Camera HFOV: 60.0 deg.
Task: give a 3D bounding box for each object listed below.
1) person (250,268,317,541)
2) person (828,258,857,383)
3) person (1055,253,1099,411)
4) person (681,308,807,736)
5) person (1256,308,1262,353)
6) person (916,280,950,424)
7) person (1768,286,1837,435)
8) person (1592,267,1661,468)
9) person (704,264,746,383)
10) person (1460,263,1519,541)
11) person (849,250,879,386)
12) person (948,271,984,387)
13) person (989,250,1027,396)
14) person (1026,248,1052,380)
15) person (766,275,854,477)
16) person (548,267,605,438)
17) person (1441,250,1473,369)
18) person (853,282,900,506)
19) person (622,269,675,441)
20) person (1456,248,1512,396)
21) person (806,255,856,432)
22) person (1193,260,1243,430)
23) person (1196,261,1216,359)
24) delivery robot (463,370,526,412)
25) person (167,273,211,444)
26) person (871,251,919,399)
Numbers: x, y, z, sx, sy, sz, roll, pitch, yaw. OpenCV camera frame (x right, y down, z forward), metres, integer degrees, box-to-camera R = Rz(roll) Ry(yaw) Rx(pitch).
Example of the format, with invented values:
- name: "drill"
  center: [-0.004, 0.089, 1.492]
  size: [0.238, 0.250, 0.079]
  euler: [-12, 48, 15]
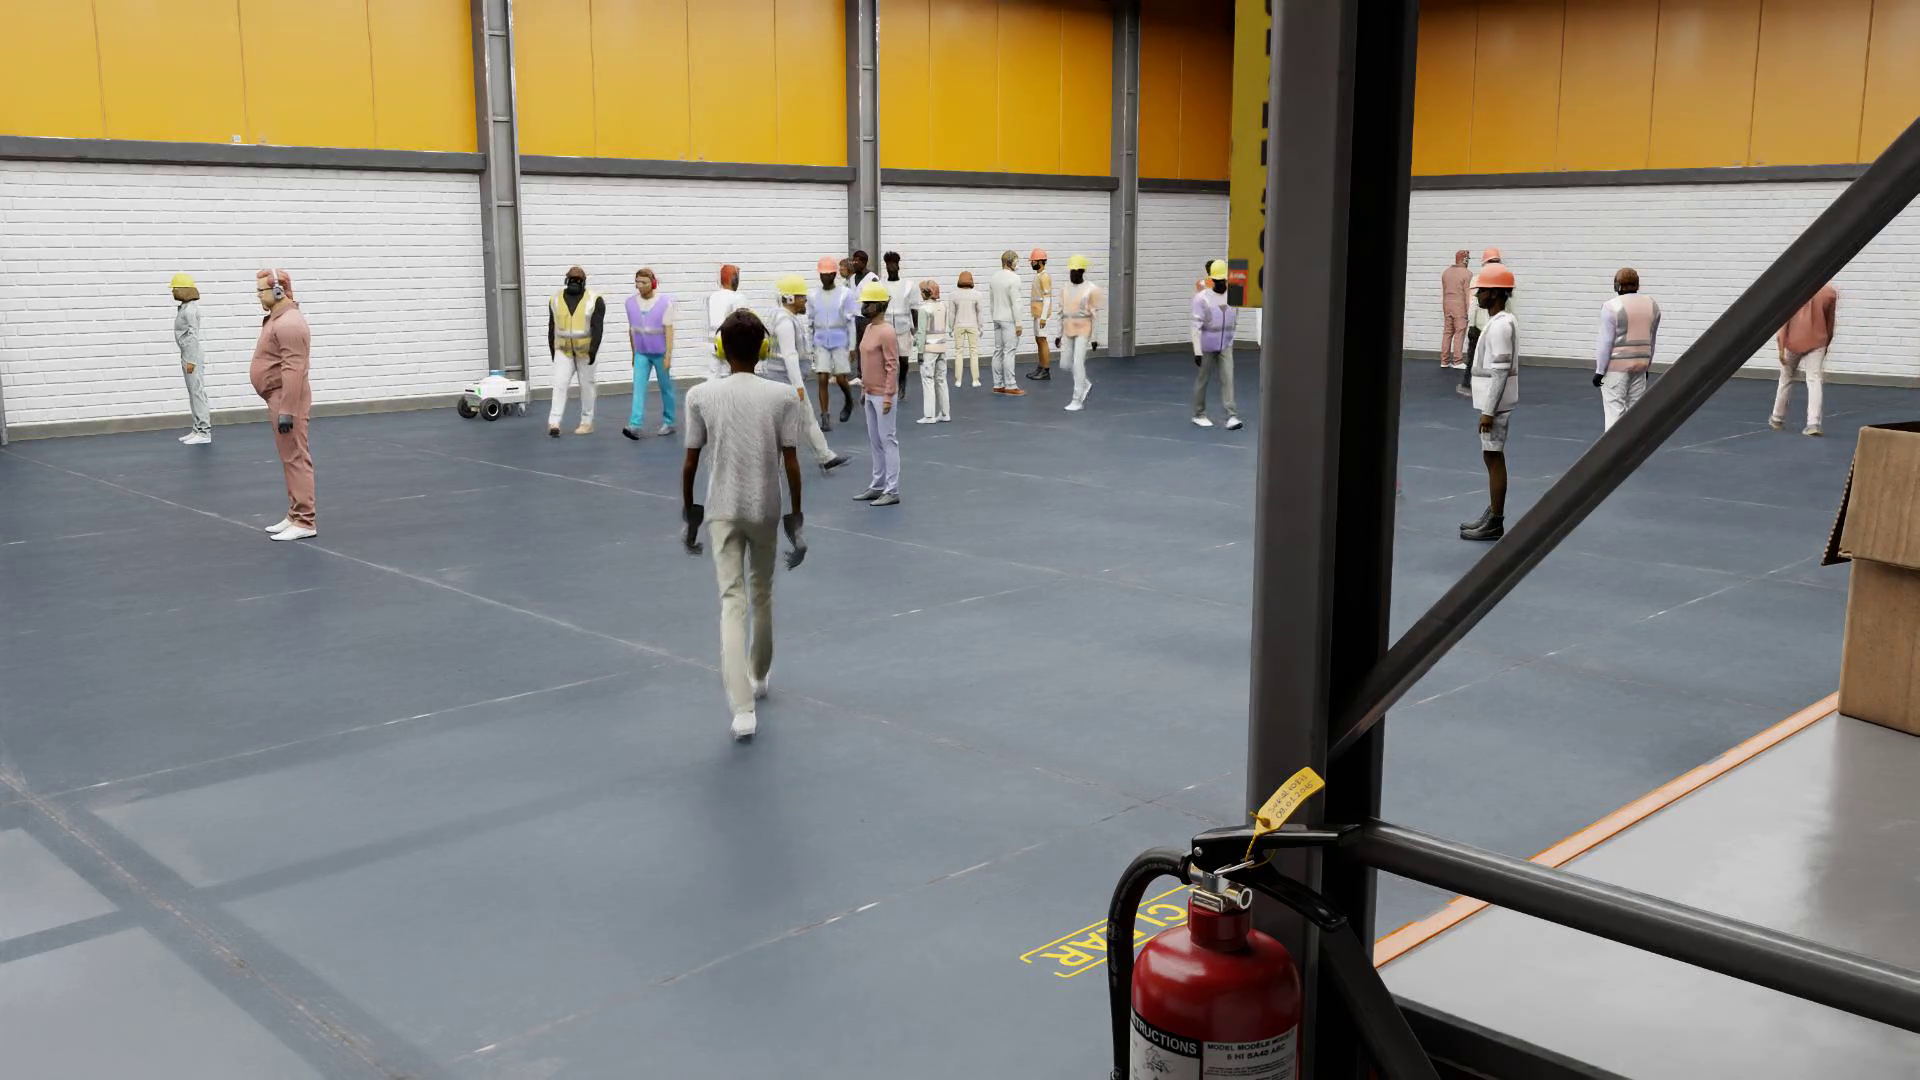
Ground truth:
- name: "person"
  center: [-4.765, -0.953, 11.716]
  size: [0.410, 1.906, 0.642]
  euler: [-5, 11, -25]
- name: "person"
  center: [-1.500, -3.153, 23.981]
  size: [0.869, 1.817, 0.506]
  euler: [-4, 11, -21]
- name: "person"
  center: [1.463, -2.539, 20.329]
  size: [0.610, 1.911, 0.540]
  euler: [10, 14, 43]
- name: "person"
  center: [-0.959, -0.103, 7.318]
  size: [0.542, 1.819, 0.973]
  euler: [-2, 11, -8]
- name: "person"
  center: [3.797, -2.389, 19.675]
  size: [0.607, 1.859, 0.756]
  euler: [1, 10, 7]
- name: "person"
  center: [-0.315, -2.125, 18.864]
  size: [0.315, 1.632, 0.524]
  euler: [7, 13, 34]
- name: "person"
  center: [9.129, -2.115, 17.985]
  size: [0.611, 1.945, 1.045]
  euler: [2, 11, 12]
- name: "person"
  center: [6.062, -1.562, 15.223]
  size: [0.619, 1.840, 0.430]
  euler: [-4, 11, -19]
- name: "person"
  center: [-2.457, -2.008, 17.695]
  size: [0.592, 1.817, 1.051]
  euler: [7, 12, 33]
- name: "person"
  center: [3.716, -0.960, 11.656]
  size: [0.364, 1.939, 0.542]
  euler: [4, 11, 20]
- name: "person"
  center: [-1.353, -3.141, 23.615]
  size: [0.370, 1.915, 0.597]
  euler: [-9, 14, -40]
- name: "person"
  center: [0.085, -2.975, 23.476]
  size: [0.498, 1.634, 0.280]
  euler: [1, 10, 4]
- name: "person"
  center: [0.627, -2.887, 22.176]
  size: [0.373, 1.936, 0.627]
  euler: [-6, 12, -31]
- name: "person"
  center: [1.166, -3.335, 24.609]
  size: [0.362, 1.935, 0.553]
  euler: [-2, 11, -9]
- name: "person"
  center: [-1.437, -1.427, 14.633]
  size: [0.951, 1.776, 0.627]
  euler: [0, 10, -1]
- name: "person"
  center: [-4.068, -1.973, 17.574]
  size: [0.633, 1.792, 0.927]
  euler: [0, 10, -1]
- name: "person"
  center: [7.988, -3.683, 26.626]
  size: [0.399, 1.903, 0.648]
  euler: [-5, 12, -27]
- name: "person"
  center: [-0.659, -1.154, 13.184]
  size: [0.321, 1.769, 0.523]
  euler: [-5, 11, -24]
- name: "person"
  center: [-3.252, -1.943, 17.441]
  size: [0.574, 1.778, 1.019]
  euler: [3, 11, 15]
- name: "person"
  center: [6.889, -2.838, 21.841]
  size: [0.649, 1.954, 0.925]
  euler: [-1, 10, -7]
- name: "person"
  center: [-1.398, -2.155, 18.226]
  size: [0.551, 1.922, 0.627]
  euler: [2, 11, 10]
- name: "person"
  center: [2.820, -2.128, 18.246]
  size: [0.593, 1.854, 1.025]
  euler: [-3, 11, -18]
- name: "person"
  center: [4.307, -3.948, 28.613]
  size: [0.532, 1.697, 0.319]
  euler: [-1, 10, -4]
- name: "delivery robot"
  center: [-5.427, -1.736, 19.411]
  size: [0.477, 0.478, 0.707]
  euler: [8, 13, 37]
- name: "person"
  center: [-7.934, -1.862, 17.109]
  size: [0.295, 1.744, 0.487]
  euler: [-6, 12, -30]
- name: "person"
  center: [-0.821, -2.663, 20.939]
  size: [0.621, 1.941, 0.755]
  euler: [0, 10, -1]
